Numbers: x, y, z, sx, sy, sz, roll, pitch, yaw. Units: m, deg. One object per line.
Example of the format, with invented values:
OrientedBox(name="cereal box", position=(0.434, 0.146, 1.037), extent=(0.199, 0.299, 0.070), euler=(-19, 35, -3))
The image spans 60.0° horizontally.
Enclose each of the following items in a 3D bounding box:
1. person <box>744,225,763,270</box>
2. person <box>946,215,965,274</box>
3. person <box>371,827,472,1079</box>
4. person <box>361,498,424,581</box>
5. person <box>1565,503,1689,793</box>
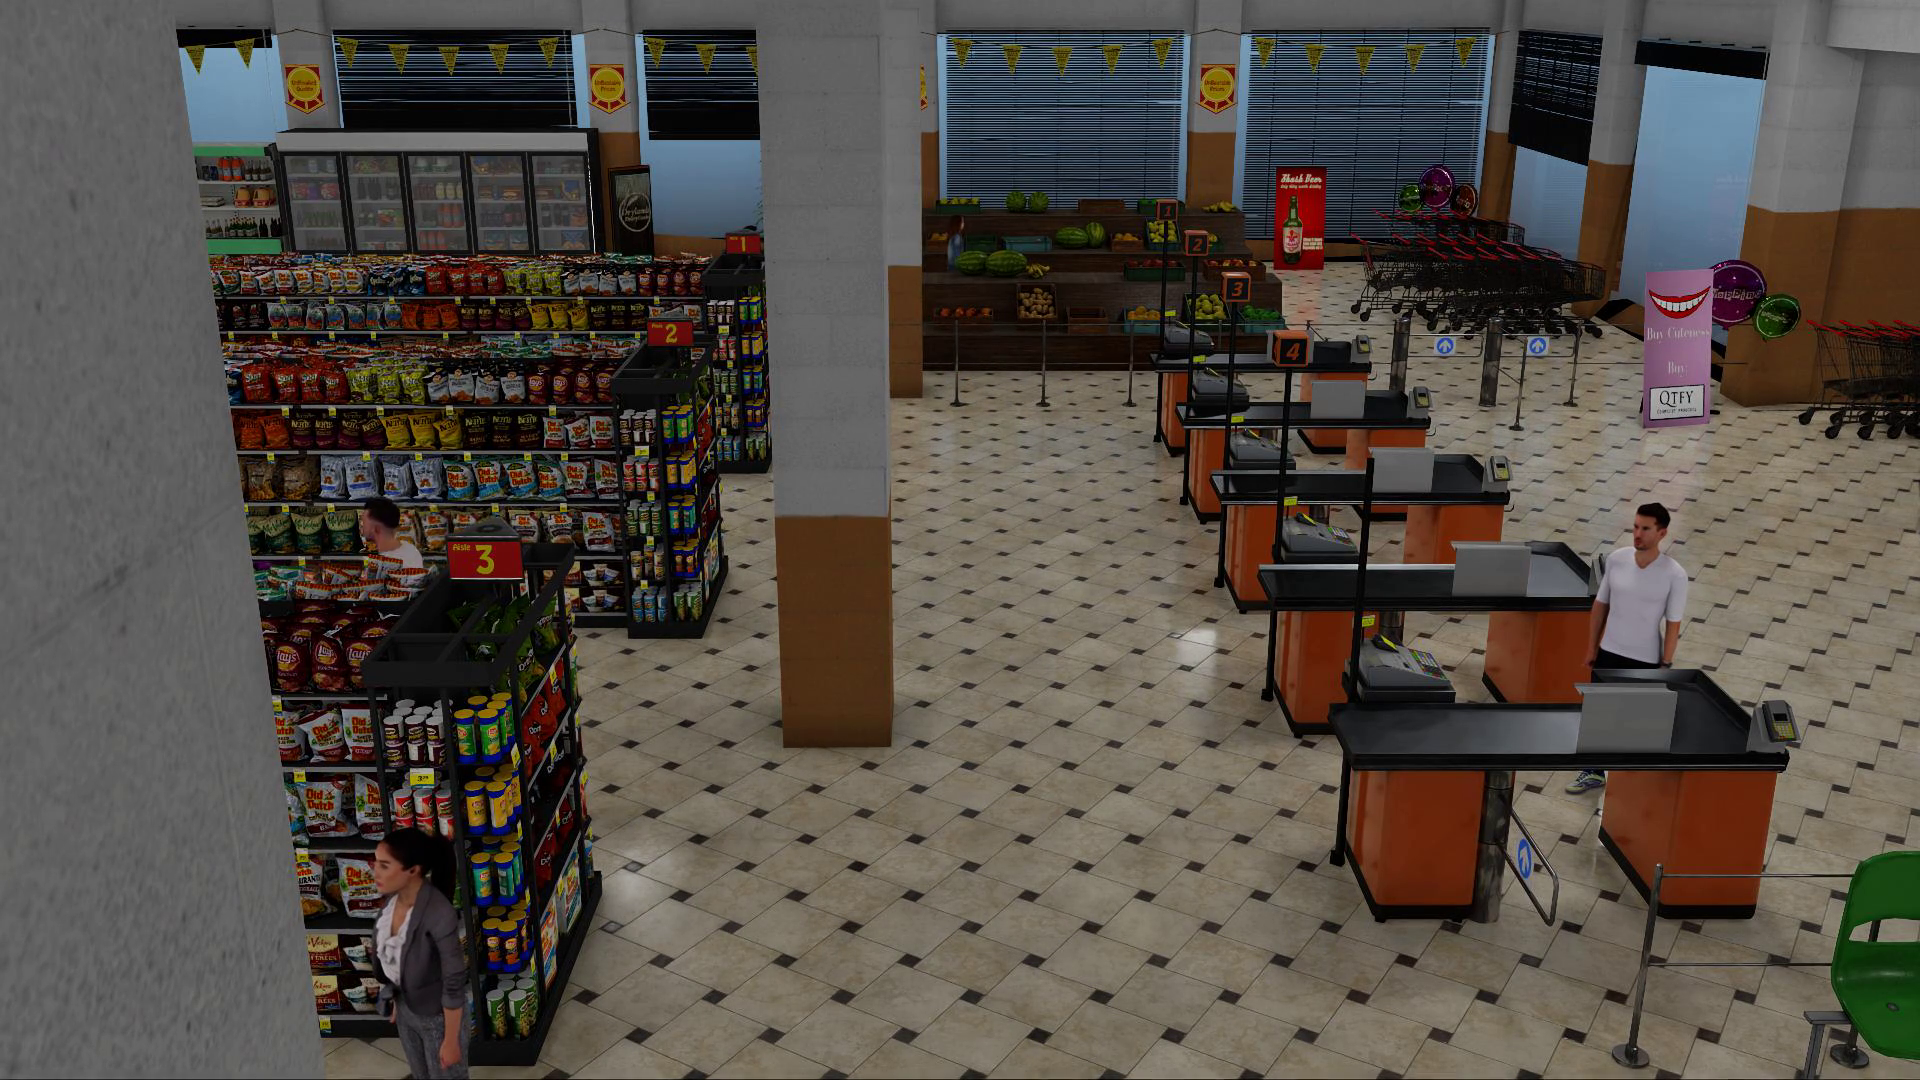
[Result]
OrientedBox(name="person", position=(-3.099, -4.078, 24.818), extent=(0.586, 1.227, 0.570), euler=(-7, 20, -20))
OrientedBox(name="person", position=(-0.144, -3.949, 24.108), extent=(1.015, 1.437, 0.641), euler=(-2, 19, -6))
OrientedBox(name="person", position=(-2.056, 1.866, 6.486), extent=(0.717, 1.677, 0.779), euler=(17, 25, 41))
OrientedBox(name="person", position=(-3.259, 0.630, 9.921), extent=(0.732, 1.824, 0.751), euler=(6, 20, 17))
OrientedBox(name="person", position=(3.954, 0.660, 9.789), extent=(0.802, 1.851, 0.754), euler=(-16, 24, -39))
